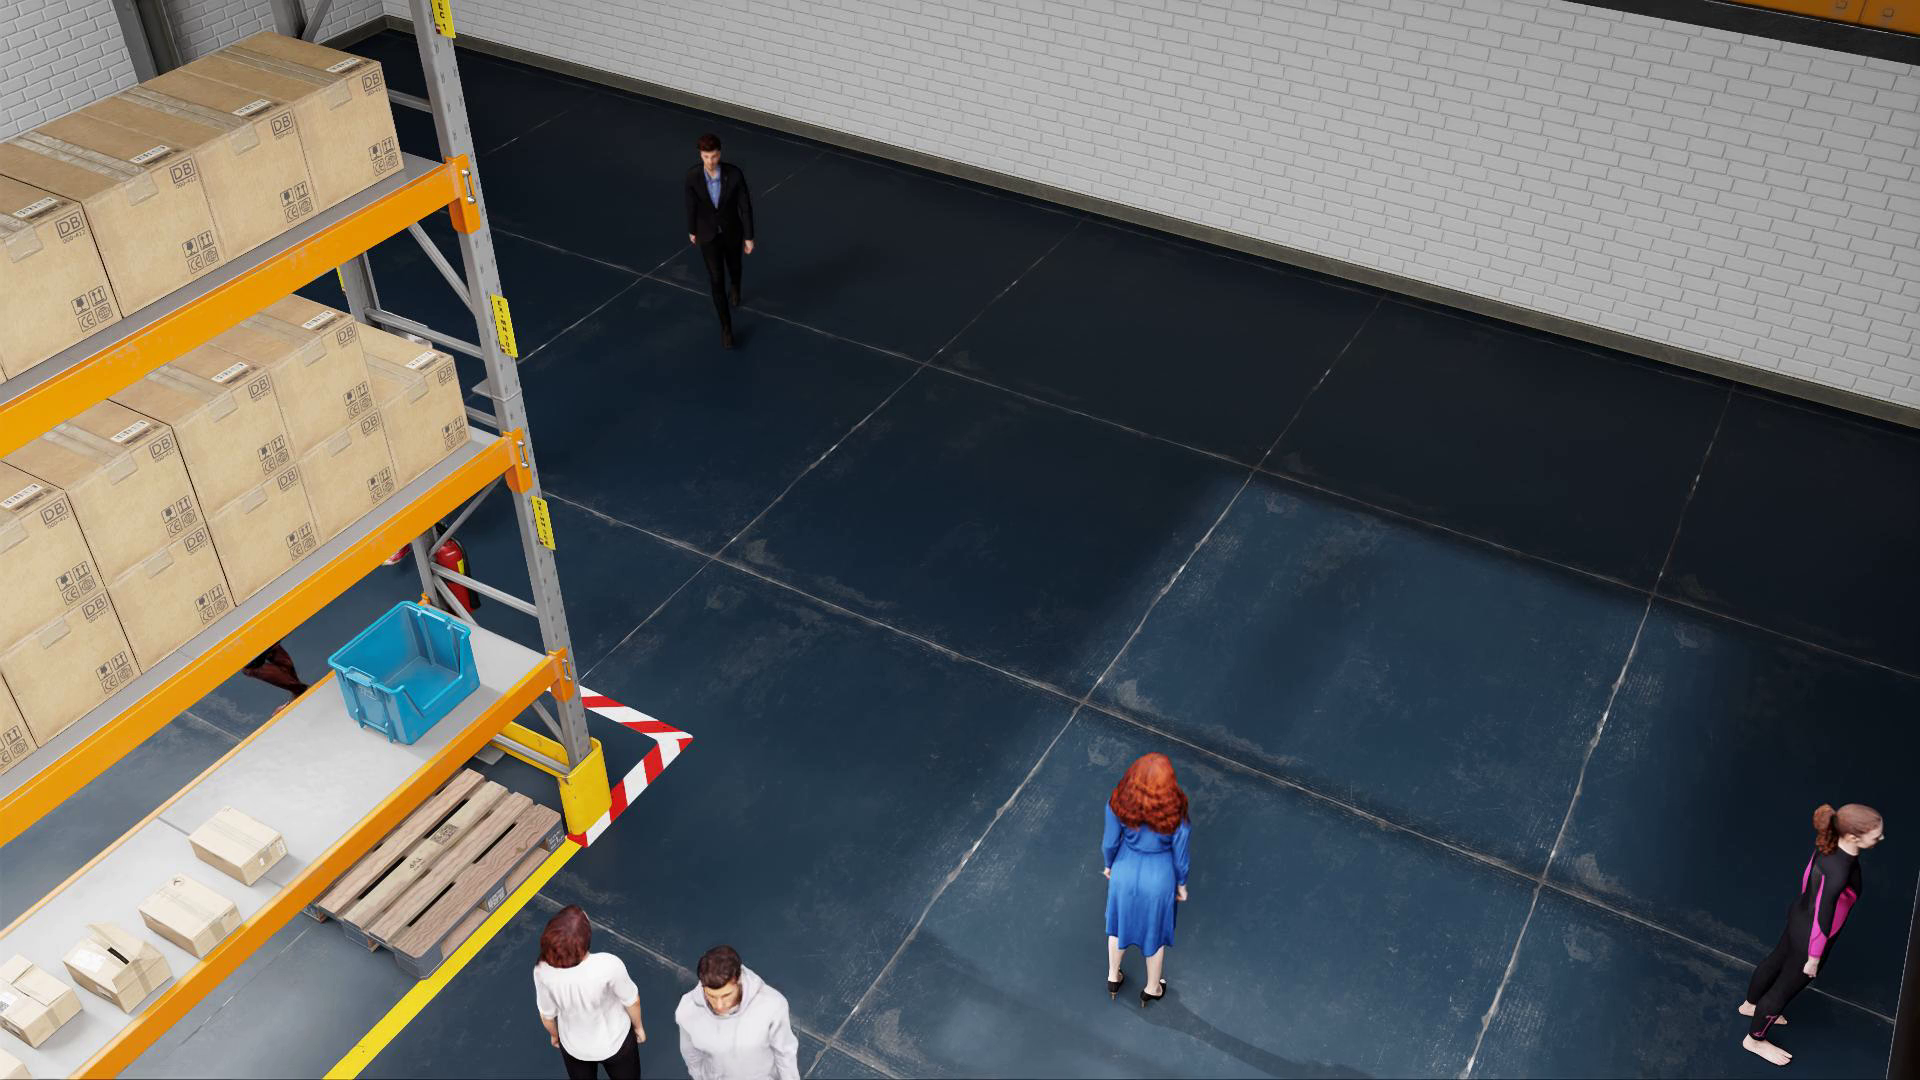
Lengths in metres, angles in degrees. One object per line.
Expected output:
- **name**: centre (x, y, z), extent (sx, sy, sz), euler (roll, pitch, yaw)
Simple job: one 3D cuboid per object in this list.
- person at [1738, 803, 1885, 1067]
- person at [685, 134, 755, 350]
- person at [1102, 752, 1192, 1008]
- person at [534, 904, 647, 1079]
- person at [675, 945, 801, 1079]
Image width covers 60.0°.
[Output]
- **person**: centre (4.282, 1.952, 8.381), extent (0.657, 1.752, 0.559), euler (12, 40, 15)
- **person**: centre (-2.026, -2.631, 14.045), extent (1.196, 1.845, 1.327), euler (-6, 39, -7)
- **person**: centre (0.938, 1.768, 8.550), extent (0.637, 1.829, 0.599), euler (15, 41, 18)
- **person**: centre (-1.714, 2.365, 7.831), extent (0.691, 1.794, 0.703), euler (-2, 39, -2)
- **person**: centre (-0.993, 2.409, 7.710), extent (1.207, 1.876, 1.292), euler (-7, 39, -9)
